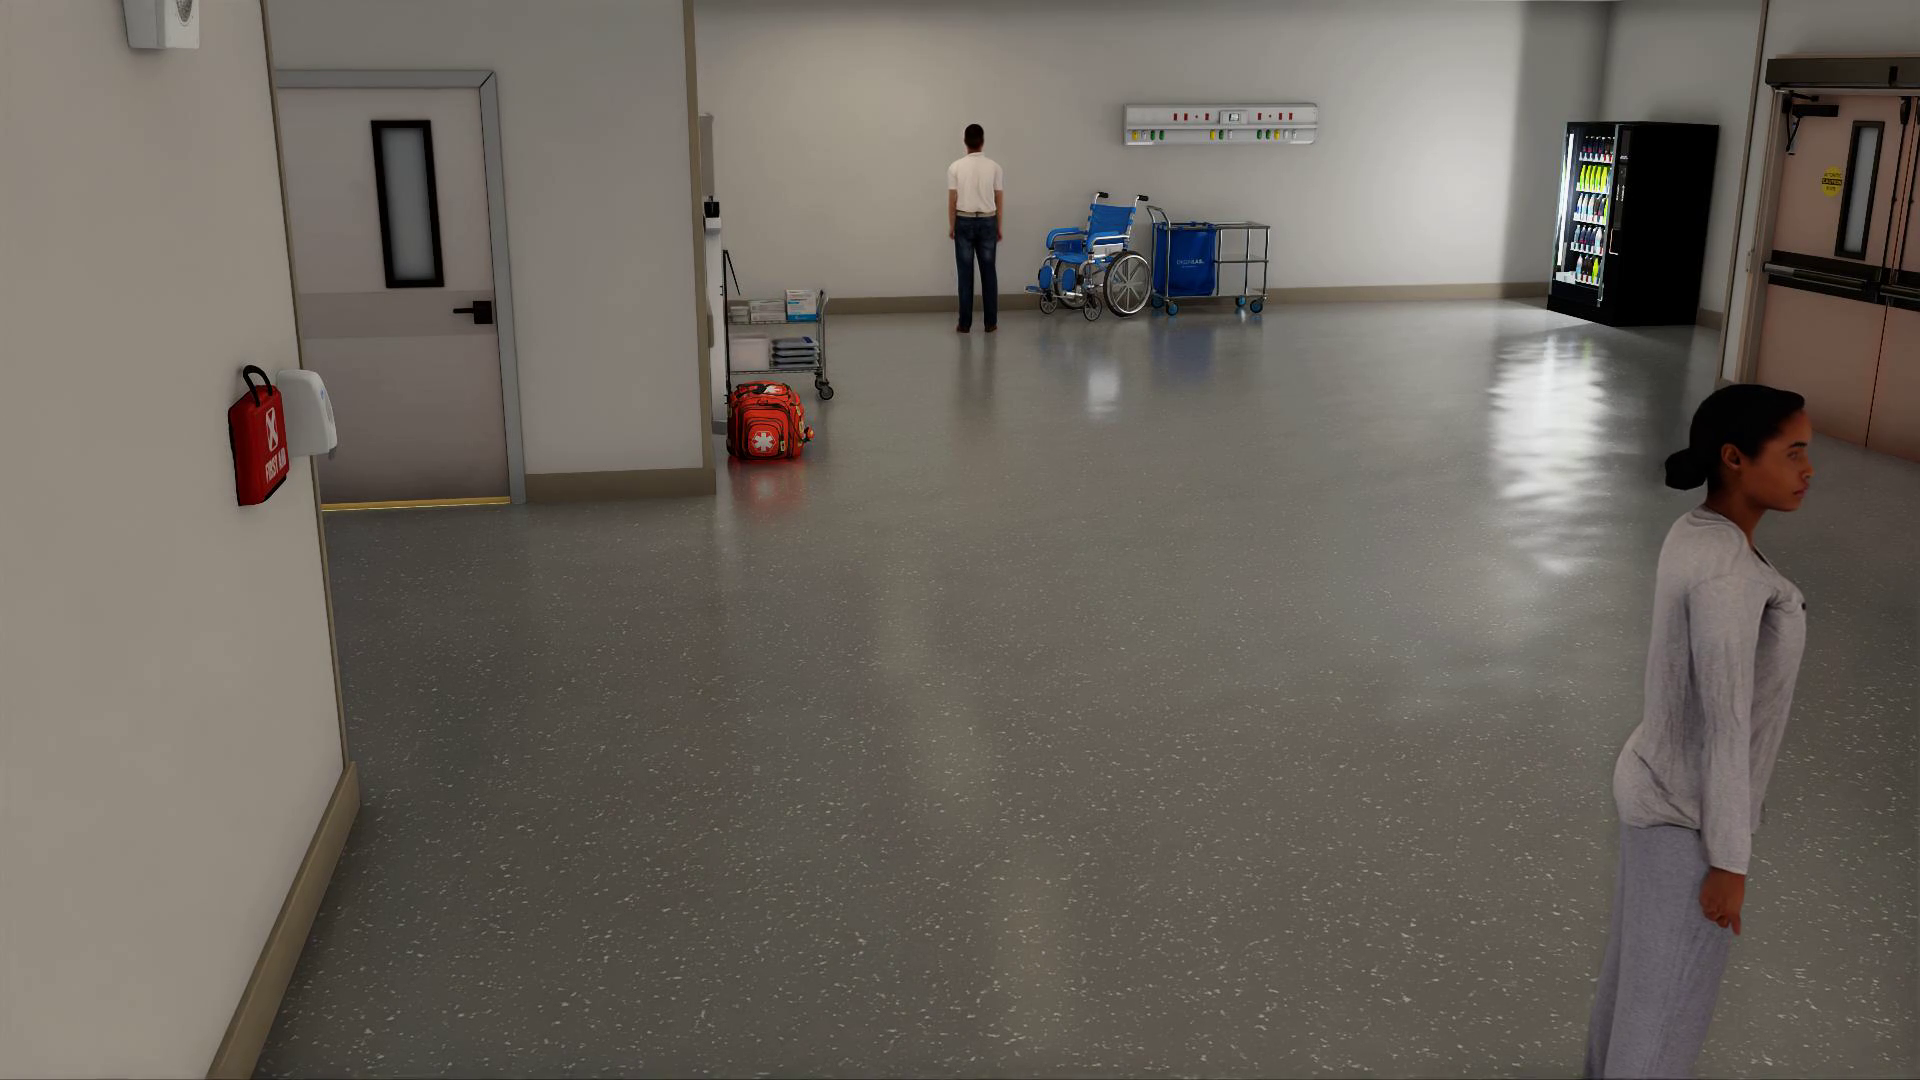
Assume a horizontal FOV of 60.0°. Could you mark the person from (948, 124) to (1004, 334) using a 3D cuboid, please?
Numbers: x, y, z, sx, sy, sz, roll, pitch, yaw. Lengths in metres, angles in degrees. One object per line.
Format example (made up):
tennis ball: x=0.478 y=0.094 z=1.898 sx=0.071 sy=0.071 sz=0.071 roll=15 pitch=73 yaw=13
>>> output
person: x=0.140 y=-2.819 z=15.053 sx=0.666 sy=1.856 sz=0.579 roll=-2 pitch=16 yaw=-6

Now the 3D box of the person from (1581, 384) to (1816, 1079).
person: x=1.474 y=0.537 z=3.371 sx=0.773 sy=1.736 sz=0.630 roll=5 pitch=16 yaw=16
